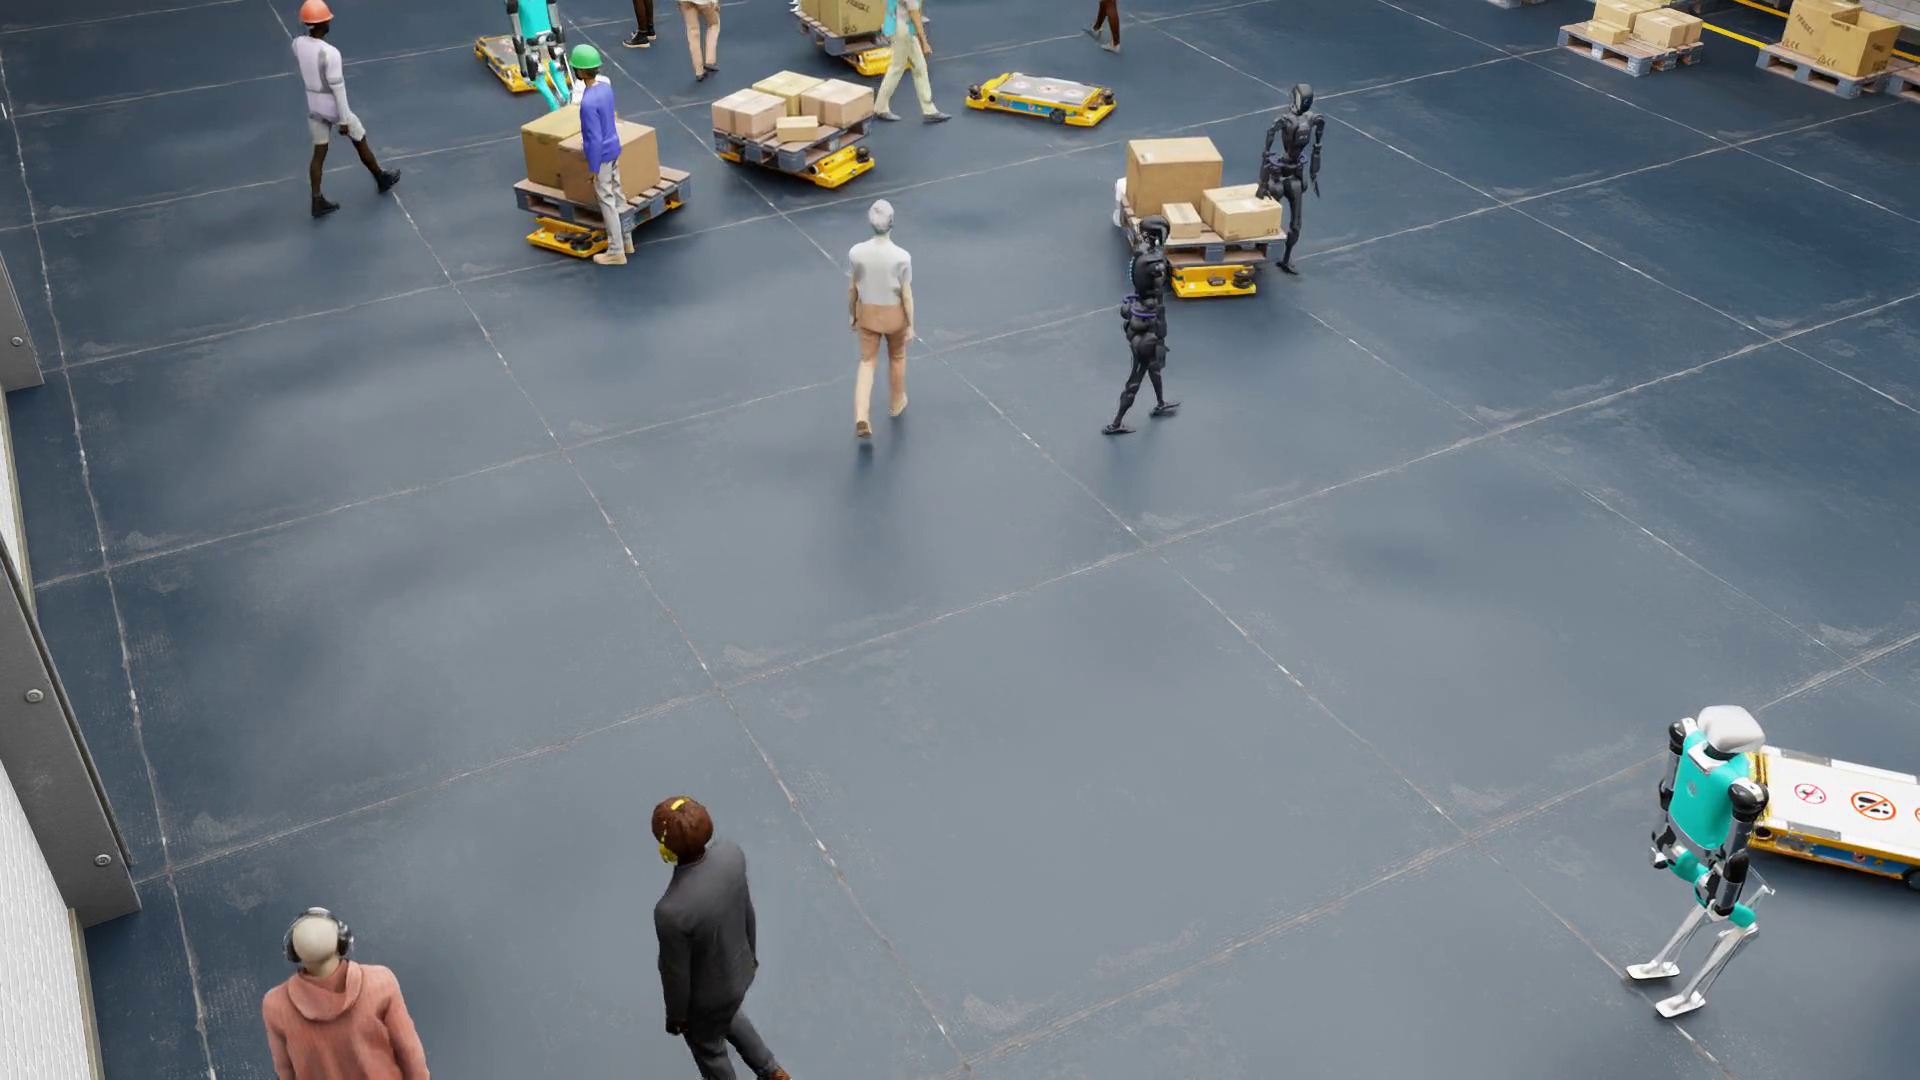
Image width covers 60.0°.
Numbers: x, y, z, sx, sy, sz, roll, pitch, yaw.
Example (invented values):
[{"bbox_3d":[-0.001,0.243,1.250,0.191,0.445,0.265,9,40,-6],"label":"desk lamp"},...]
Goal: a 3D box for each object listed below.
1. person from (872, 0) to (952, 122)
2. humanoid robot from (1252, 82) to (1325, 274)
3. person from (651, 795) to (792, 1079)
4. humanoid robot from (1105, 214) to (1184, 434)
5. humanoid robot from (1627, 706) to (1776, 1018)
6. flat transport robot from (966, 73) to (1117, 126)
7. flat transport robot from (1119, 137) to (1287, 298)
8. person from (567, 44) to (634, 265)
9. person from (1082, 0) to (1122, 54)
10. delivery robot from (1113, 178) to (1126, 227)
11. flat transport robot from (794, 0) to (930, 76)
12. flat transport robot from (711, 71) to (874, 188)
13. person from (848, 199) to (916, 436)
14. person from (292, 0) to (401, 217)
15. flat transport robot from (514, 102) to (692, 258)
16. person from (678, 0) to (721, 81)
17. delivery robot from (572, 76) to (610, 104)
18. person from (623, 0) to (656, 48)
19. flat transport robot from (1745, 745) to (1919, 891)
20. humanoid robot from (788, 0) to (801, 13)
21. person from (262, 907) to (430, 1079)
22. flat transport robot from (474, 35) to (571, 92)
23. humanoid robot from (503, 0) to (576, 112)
[{"bbox_3d":[-0.527,-5.041,16.594,0.844,1.803,0.555,-1,35,-2],"label":"person"},{"bbox_3d":[2.705,-3.019,13.810,0.591,1.643,0.388,-12,37,-17],"label":"humanoid robot"},{"bbox_3d":[-1.036,1.777,6.800,0.431,1.860,0.493,15,38,20],"label":"person"},{"bbox_3d":[1.362,-1.514,11.667,0.693,1.633,0.590,-8,36,-11],"label":"humanoid robot"},{"bbox_3d":[3.394,1.408,7.369,0.706,1.728,0.530,-9,36,-13],"label":"humanoid robot"},{"bbox_3d":[0.842,-4.581,17.257,1.431,0.231,0.659,15,38,21],"label":"flat transport robot"},{"bbox_3d":[2.040,-2.477,14.253,0.659,0.231,1.431,-4,35,-6],"label":"flat transport robot"},{"bbox_3d":[-3.013,-3.213,13.908,0.356,1.871,0.469,6,36,9],"label":"person"},{"bbox_3d":[1.569,-6.425,18.468,0.560,1.907,0.899,-28,43,-33],"label":"person"},{"bbox_3d":[1.710,-2.939,14.667,0.499,0.600,0.801,-22,41,-28],"label":"delivery robot"},{"bbox_3d":[-1.082,-5.542,18.629,0.659,0.231,1.431,-17,39,-23],"label":"flat transport robot"},{"bbox_3d":[-1.595,-3.733,16.046,1.431,0.231,0.659,21,40,27],"label":"flat transport robot"},{"bbox_3d":[-0.559,-1.542,11.648,0.485,1.723,0.745,7,36,10],"label":"person"},{"bbox_3d":[-5.607,-3.902,14.885,0.549,1.881,1.030,16,38,21],"label":"person"},{"bbox_3d":[-3.158,-2.925,14.893,0.659,0.231,1.431,18,39,24],"label":"flat transport robot"},{"bbox_3d":[-2.792,-5.745,17.702,0.516,1.649,0.458,8,36,12],"label":"person"},{"bbox_3d":[-3.710,-4.380,16.729,0.499,0.606,0.807,-2,35,-3],"label":"delivery robot"},{"bbox_3d":[-3.656,-6.496,18.519,0.375,1.958,0.603,6,36,9],"label":"person"},{"bbox_3d":[4.627,1.447,8.649,1.431,0.231,0.659,11,37,15],"label":"flat transport robot"},{"bbox_3d":[-1.828,-7.009,19.326,0.735,1.677,0.533,-2,35,-3],"label":"humanoid robot"},{"bbox_3d":[-2.341,2.058,6.430,0.530,1.818,0.587,-14,37,-19],"label":"person"},{"bbox_3d":[-4.808,-5.253,18.216,0.659,0.231,1.431,-18,39,-24],"label":"flat transport robot"},{"bbox_3d":[-3.843,-4.429,15.775,0.536,1.808,0.744,-28,44,-34],"label":"humanoid robot"}]
